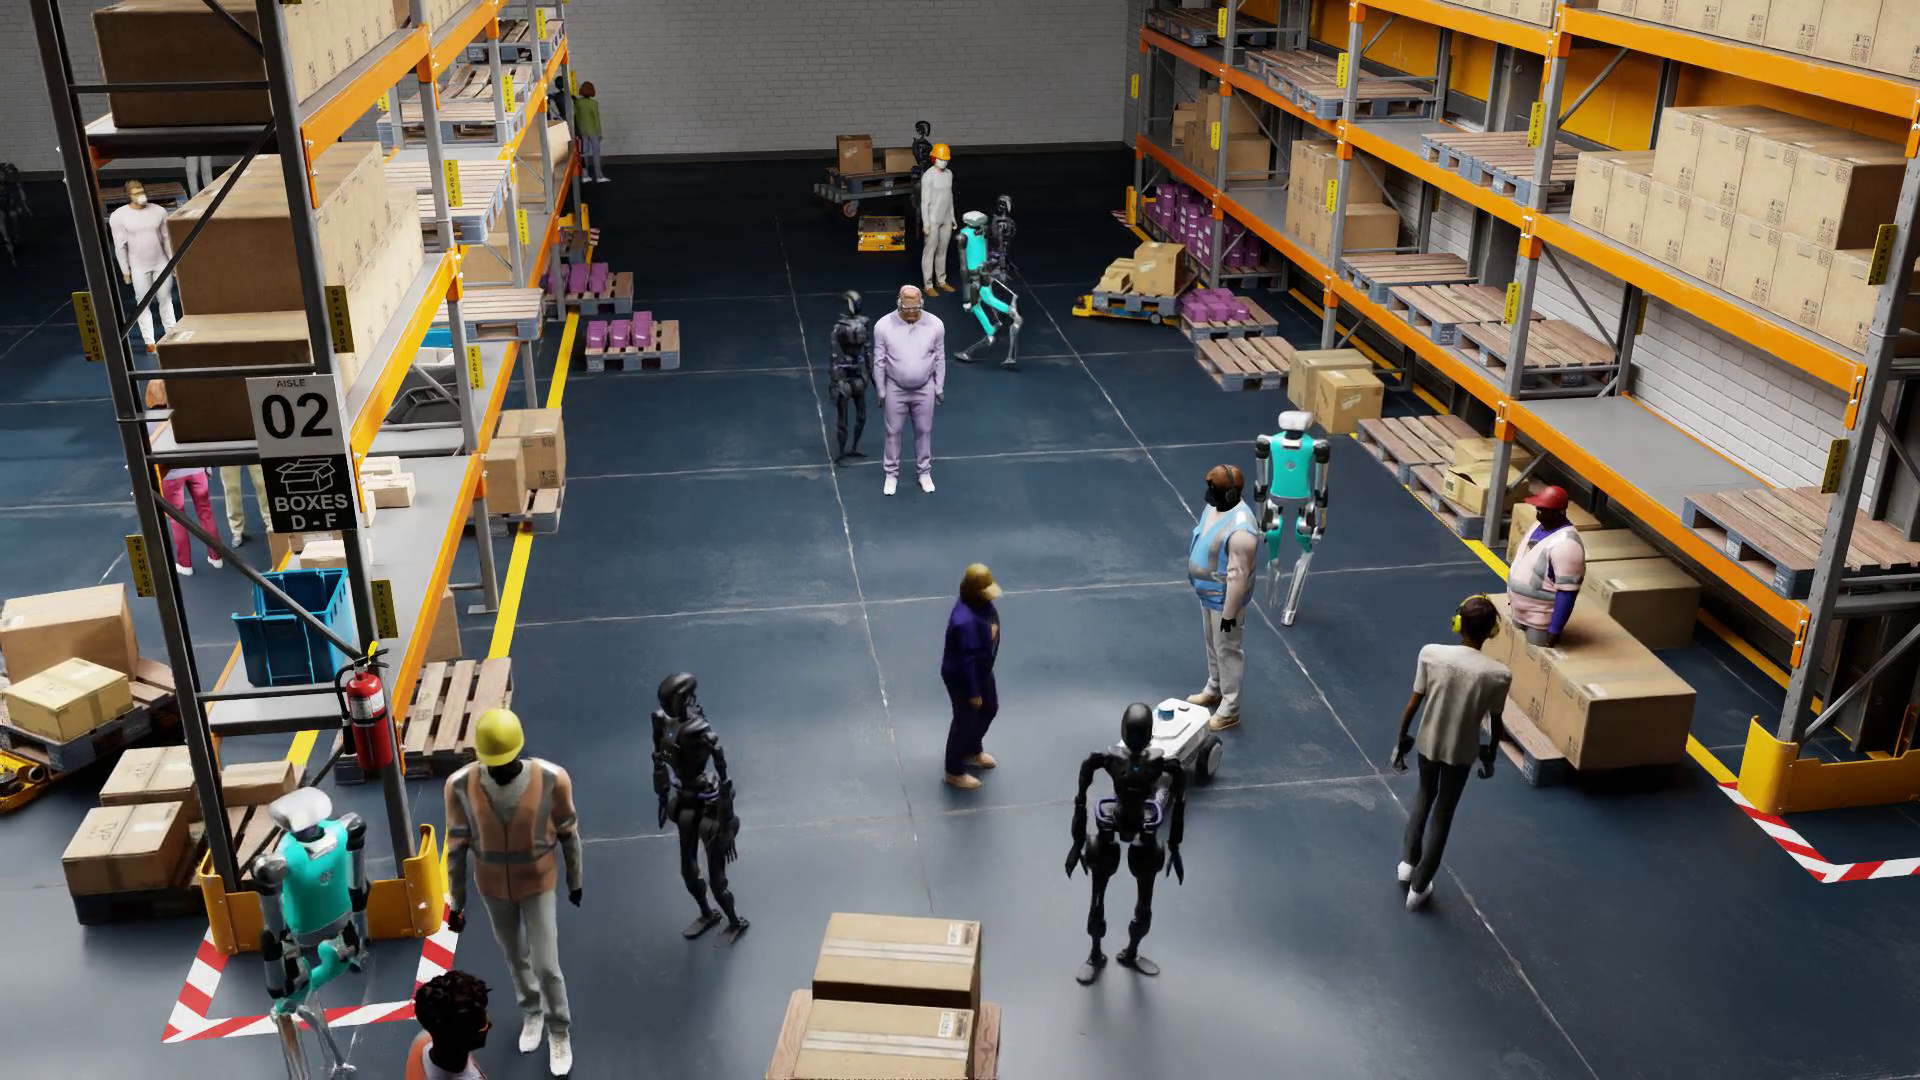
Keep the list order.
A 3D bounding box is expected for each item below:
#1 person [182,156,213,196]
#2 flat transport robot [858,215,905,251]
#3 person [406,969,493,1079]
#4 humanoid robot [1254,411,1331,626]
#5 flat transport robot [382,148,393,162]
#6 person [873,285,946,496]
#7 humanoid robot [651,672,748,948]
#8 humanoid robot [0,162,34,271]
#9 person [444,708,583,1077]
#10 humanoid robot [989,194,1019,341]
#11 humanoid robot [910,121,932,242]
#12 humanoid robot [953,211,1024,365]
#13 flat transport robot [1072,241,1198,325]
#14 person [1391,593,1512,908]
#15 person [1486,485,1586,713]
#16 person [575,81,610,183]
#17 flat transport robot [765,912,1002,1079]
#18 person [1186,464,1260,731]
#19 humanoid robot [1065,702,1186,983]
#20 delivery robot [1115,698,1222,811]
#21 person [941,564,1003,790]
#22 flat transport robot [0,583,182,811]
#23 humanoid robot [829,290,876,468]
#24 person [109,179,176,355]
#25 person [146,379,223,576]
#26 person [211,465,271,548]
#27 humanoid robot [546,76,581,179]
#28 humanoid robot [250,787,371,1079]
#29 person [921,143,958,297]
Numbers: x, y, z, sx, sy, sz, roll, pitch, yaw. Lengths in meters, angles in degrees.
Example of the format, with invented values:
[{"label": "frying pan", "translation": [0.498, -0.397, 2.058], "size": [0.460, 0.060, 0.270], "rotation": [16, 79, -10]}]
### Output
[{"label": "person", "translation": [-11.651, -6.005, 25.404], "size": [0.429, 1.844, 0.625], "rotation": [14, 27, 28]}, {"label": "flat transport robot", "translation": [-1.111, -4.354, 23.598], "size": [0.659, 0.231, 1.431], "rotation": [-1, 24, -2]}, {"label": "person", "translation": [-1.753, 2.393, 6.131], "size": [0.452, 1.960, 0.625], "rotation": [-12, 26, -25]}, {"label": "humanoid robot", "translation": [2.438, -0.124, 12.268], "size": [0.542, 1.889, 0.750], "rotation": [7, 25, 16]}, {"label": "flat transport robot", "translation": [-8.586, -4.943, 24.940], "size": [1.431, 0.231, 0.659], "rotation": [-1, 24, -2]}, {"label": "person", "translation": [-0.437, -1.320, 14.659], "size": [0.641, 1.901, 0.402], "rotation": [-3, 24, -8]}, {"label": "humanoid robot", "translation": [-1.363, 1.408, 8.738], "size": [0.584, 1.648, 0.359], "rotation": [17, 29, 33]}, {"label": "humanoid robot", "translation": [-12.708, -4.437, 22.083], "size": [0.613, 1.647, 0.681], "rotation": [-22, 32, -40]}, {"label": "person", "translation": [-2.108, 1.673, 7.826], "size": [0.606, 1.903, 0.645], "rotation": [-1, 24, -2]}, {"label": "humanoid robot", "translation": [0.492, -3.145, 19.073], "size": [0.315, 1.657, 0.599], "rotation": [4, 24, 9]}, {"label": "humanoid robot", "translation": [-0.535, -5.077, 23.474], "size": [0.315, 1.657, 0.599], "rotation": [2, 24, 4]}, {"label": "humanoid robot", "translation": [0.353, -2.635, 17.905], "size": [1.043, 1.756, 0.554], "rotation": [15, 28, 31]}, {"label": "flat transport robot", "translation": [2.137, -2.820, 20.103], "size": [1.431, 0.231, 0.659], "rotation": [8, 25, 19]}, {"label": "person", "translation": [2.666, 1.155, 9.093], "size": [0.547, 1.835, 0.538], "rotation": [13, 27, 26]}, {"label": "person", "translation": [3.730, 0.468, 10.765], "size": [0.420, 1.752, 0.624], "rotation": [-2, 24, -5]}, {"label": "person", "translation": [-6.036, -6.662, 27.168], "size": [0.506, 1.631, 0.349], "rotation": [15, 28, 30]}, {"label": "flat transport robot", "translation": [-0.356, 2.707, 7.511], "size": [1.431, 0.231, 0.659], "rotation": [2, 24, 5]}, {"label": "person", "translation": [1.706, 0.363, 10.912], "size": [0.431, 1.838, 0.624], "rotation": [-3, 24, -8]}, {"label": "humanoid robot", "translation": [0.842, 1.533, 8.444], "size": [0.609, 1.645, 0.347], "rotation": [1, 24, 2]}, {"label": "delivery robot", "translation": [1.286, 1.297, 10.390], "size": [0.499, 0.613, 0.811], "rotation": [15, 28, 30]}, {"label": "person", "translation": [0.092, 0.828, 10.140], "size": [0.447, 1.584, 0.515], "rotation": [7, 25, 16]}, {"label": "flat transport robot", "translation": [-5.759, 1.266, 10.795], "size": [0.659, 0.231, 1.431], "rotation": [12, 26, 26]}, {"label": "humanoid robot", "translation": [-1.010, -1.500, 15.337], "size": [0.367, 1.650, 0.600], "rotation": [17, 29, 34]}, {"label": "person", "translation": [-9.041, -3.046, 18.543], "size": [0.367, 1.939, 0.634], "rotation": [21, 31, 40]}, {"label": "person", "translation": [-6.155, -0.503, 13.134], "size": [0.499, 1.628, 0.291], "rotation": [-20, 30, -37]}, {"label": "person", "translation": [-5.907, -0.777, 13.610], "size": [0.561, 1.743, 0.341], "rotation": [-9, 25, -20]}, {"label": "humanoid robot", "translation": [-6.522, -6.786, 27.386], "size": [0.594, 1.635, 0.430], "rotation": [-16, 28, -32]}, {"label": "humanoid robot", "translation": [-3.046, 1.867, 7.612], "size": [0.799, 1.786, 0.531], "rotation": [16, 28, 32]}, {"label": "person", "translation": [-0.266, -4.010, 20.801], "size": [0.375, 1.890, 0.570], "rotation": [20, 31, 38]}]
